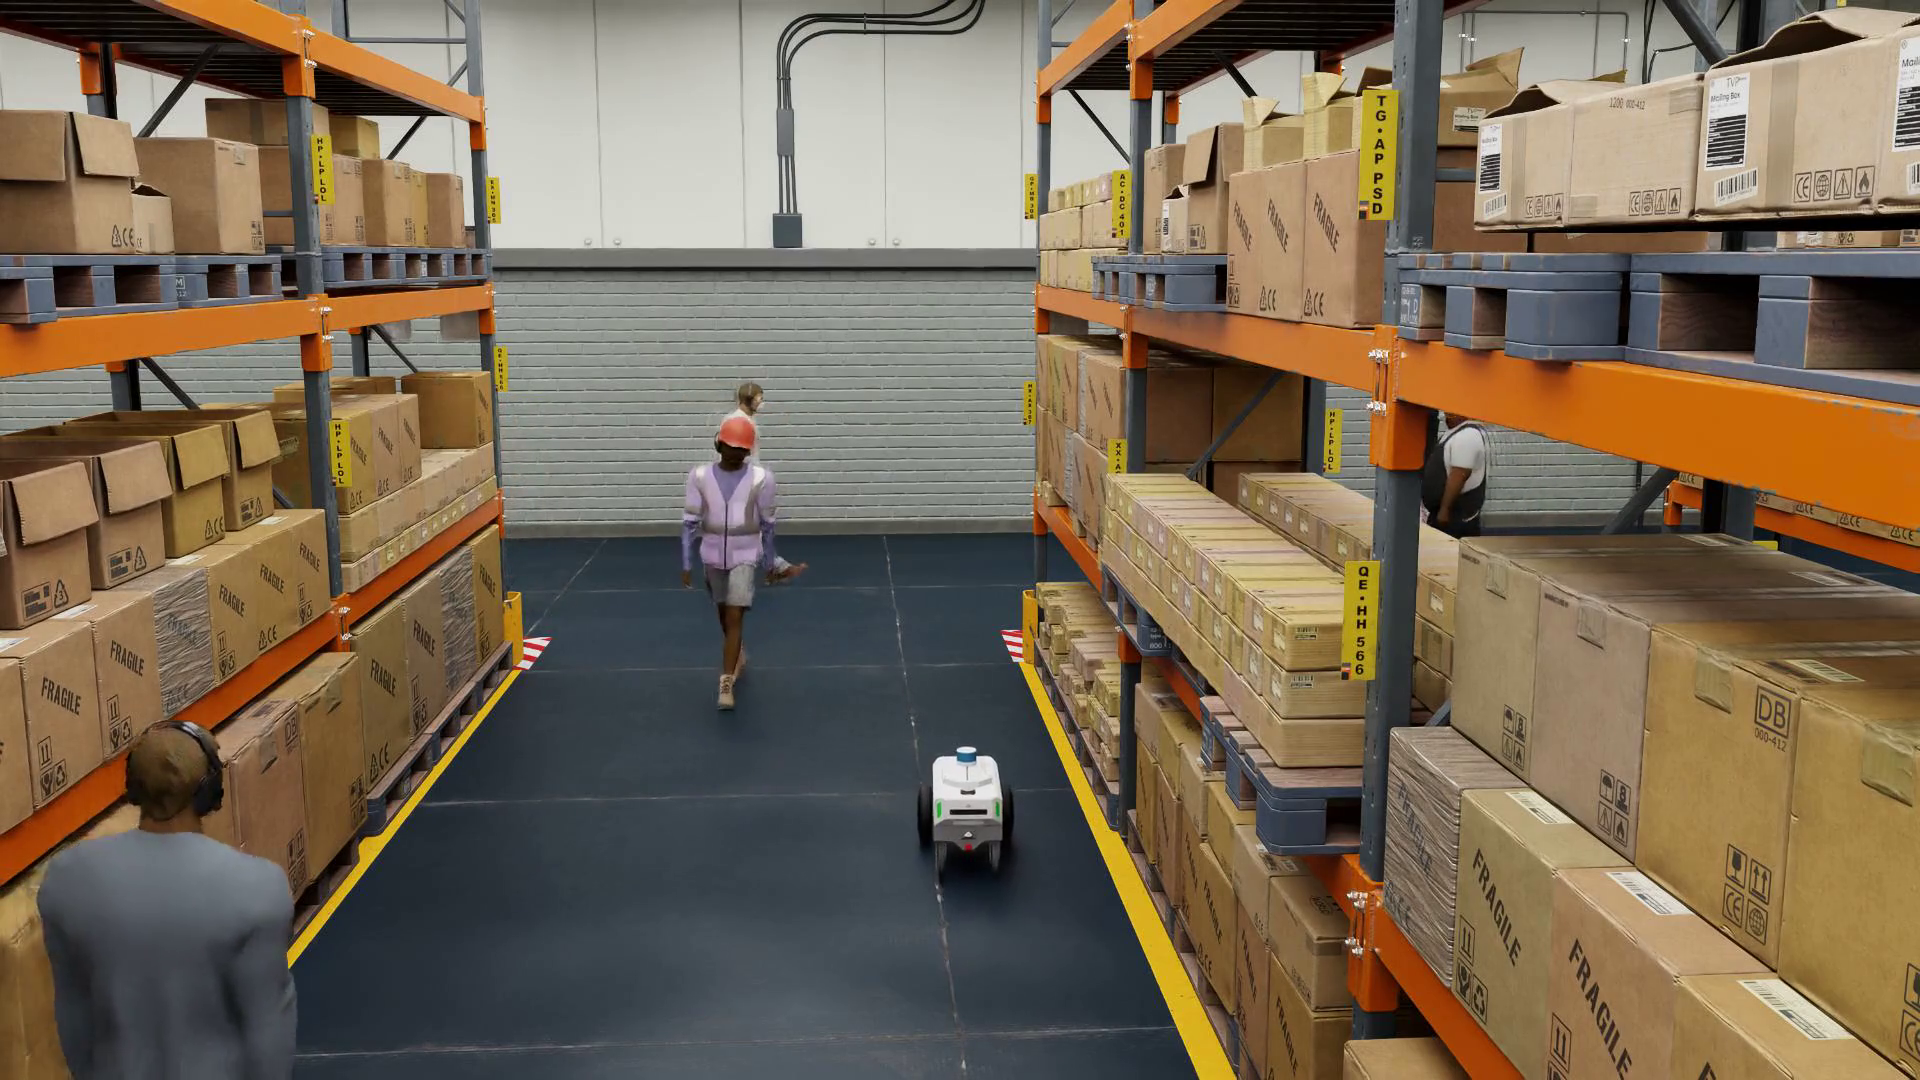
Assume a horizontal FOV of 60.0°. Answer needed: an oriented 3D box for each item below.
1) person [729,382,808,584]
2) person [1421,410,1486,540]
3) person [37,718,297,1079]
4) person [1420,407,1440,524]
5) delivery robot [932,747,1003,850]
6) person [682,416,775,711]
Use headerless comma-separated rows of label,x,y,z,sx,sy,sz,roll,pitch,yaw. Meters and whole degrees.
person,-1.915,-0.522,15.466,0.999,1.883,0.647,0,10,0
person,4.098,-0.354,14.028,1.003,2.000,0.703,1,10,9
person,-1.947,1.396,4.097,0.629,1.921,0.805,0,10,-1
person,4.313,-0.623,15.766,0.391,1.989,0.610,8,12,39
delivery robot,0.033,1.293,8.424,0.477,0.478,0.707,0,10,-1
person,-1.580,0.110,11.523,0.622,1.977,1.088,1,10,5
